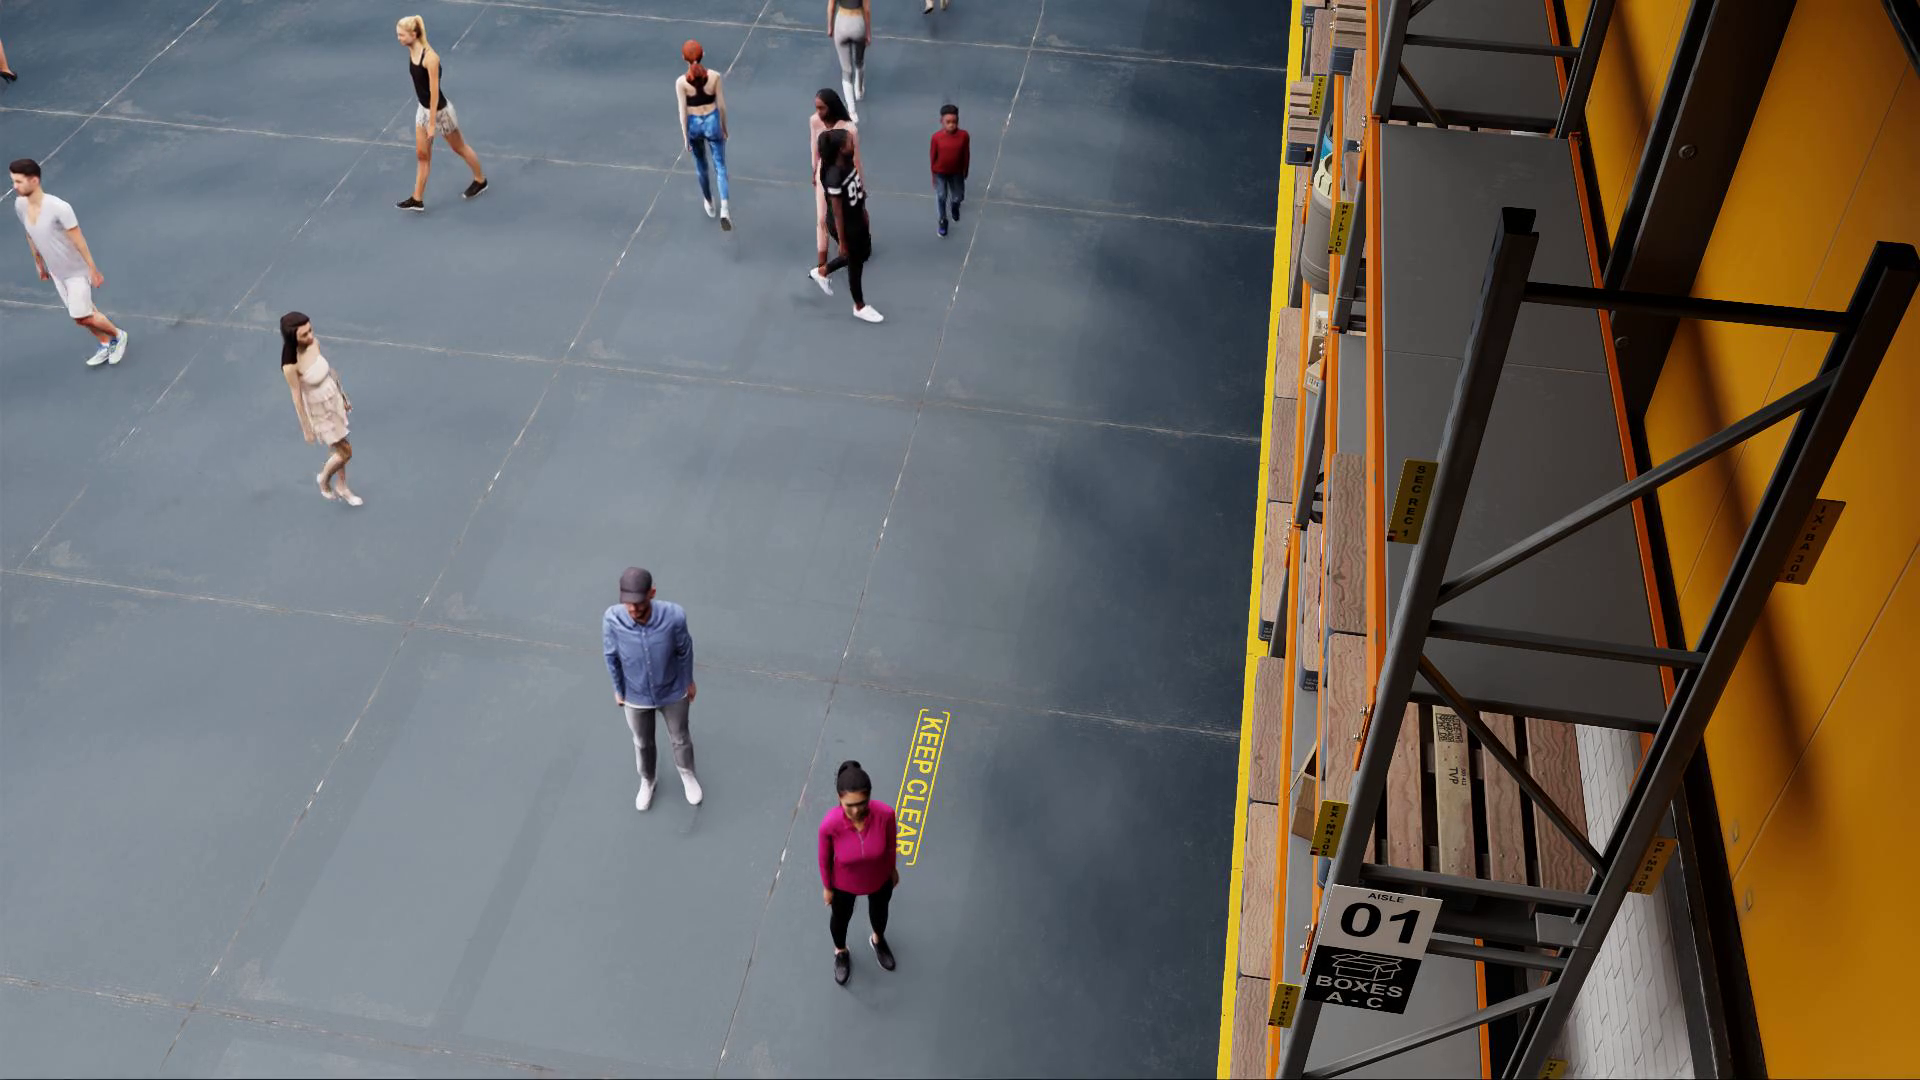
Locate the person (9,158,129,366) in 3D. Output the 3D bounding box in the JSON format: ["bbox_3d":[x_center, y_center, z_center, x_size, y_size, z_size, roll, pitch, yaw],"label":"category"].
[{"bbox_3d":[-6.914,-2.196,13.035,0.778,1.842,0.741,17,46,17],"label":"person"}]

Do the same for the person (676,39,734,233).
[{"bbox_3d":[-2.187,-3.472,14.435,0.840,1.769,1.084,-11,45,-11],"label":"person"}]

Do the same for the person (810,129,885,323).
[{"bbox_3d":[-0.986,-2.555,13.506,0.777,1.712,0.905,14,45,14],"label":"person"}]

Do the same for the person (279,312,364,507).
[{"bbox_3d":[-4.596,-0.913,11.772,0.628,1.726,0.569,8,44,8],"label":"person"}]

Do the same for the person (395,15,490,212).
[{"bbox_3d":[-4.565,-3.819,14.773,1.032,1.795,1.208,33,53,30],"label":"person"}]

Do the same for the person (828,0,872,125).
[{"bbox_3d":[-1.050,-4.782,15.879,0.759,1.662,1.167,-2,44,-3],"label":"person"}]

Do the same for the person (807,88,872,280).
[{"bbox_3d":[-1.000,-3.076,14.084,0.891,1.669,1.173,14,45,15],"label":"person"}]

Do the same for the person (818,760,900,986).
[{"bbox_3d":[-0.539,1.791,8.961,0.680,1.698,0.701,-12,45,-13],"label":"person"}]

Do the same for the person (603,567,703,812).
[{"bbox_3d":[-1.799,0.862,9.792,0.718,1.888,0.673,-6,44,-6],"label":"person"}]

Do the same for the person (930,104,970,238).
[{"bbox_3d":[-0.107,-3.292,14.619,0.564,1.244,0.657,-1,44,-1],"label":"person"}]
